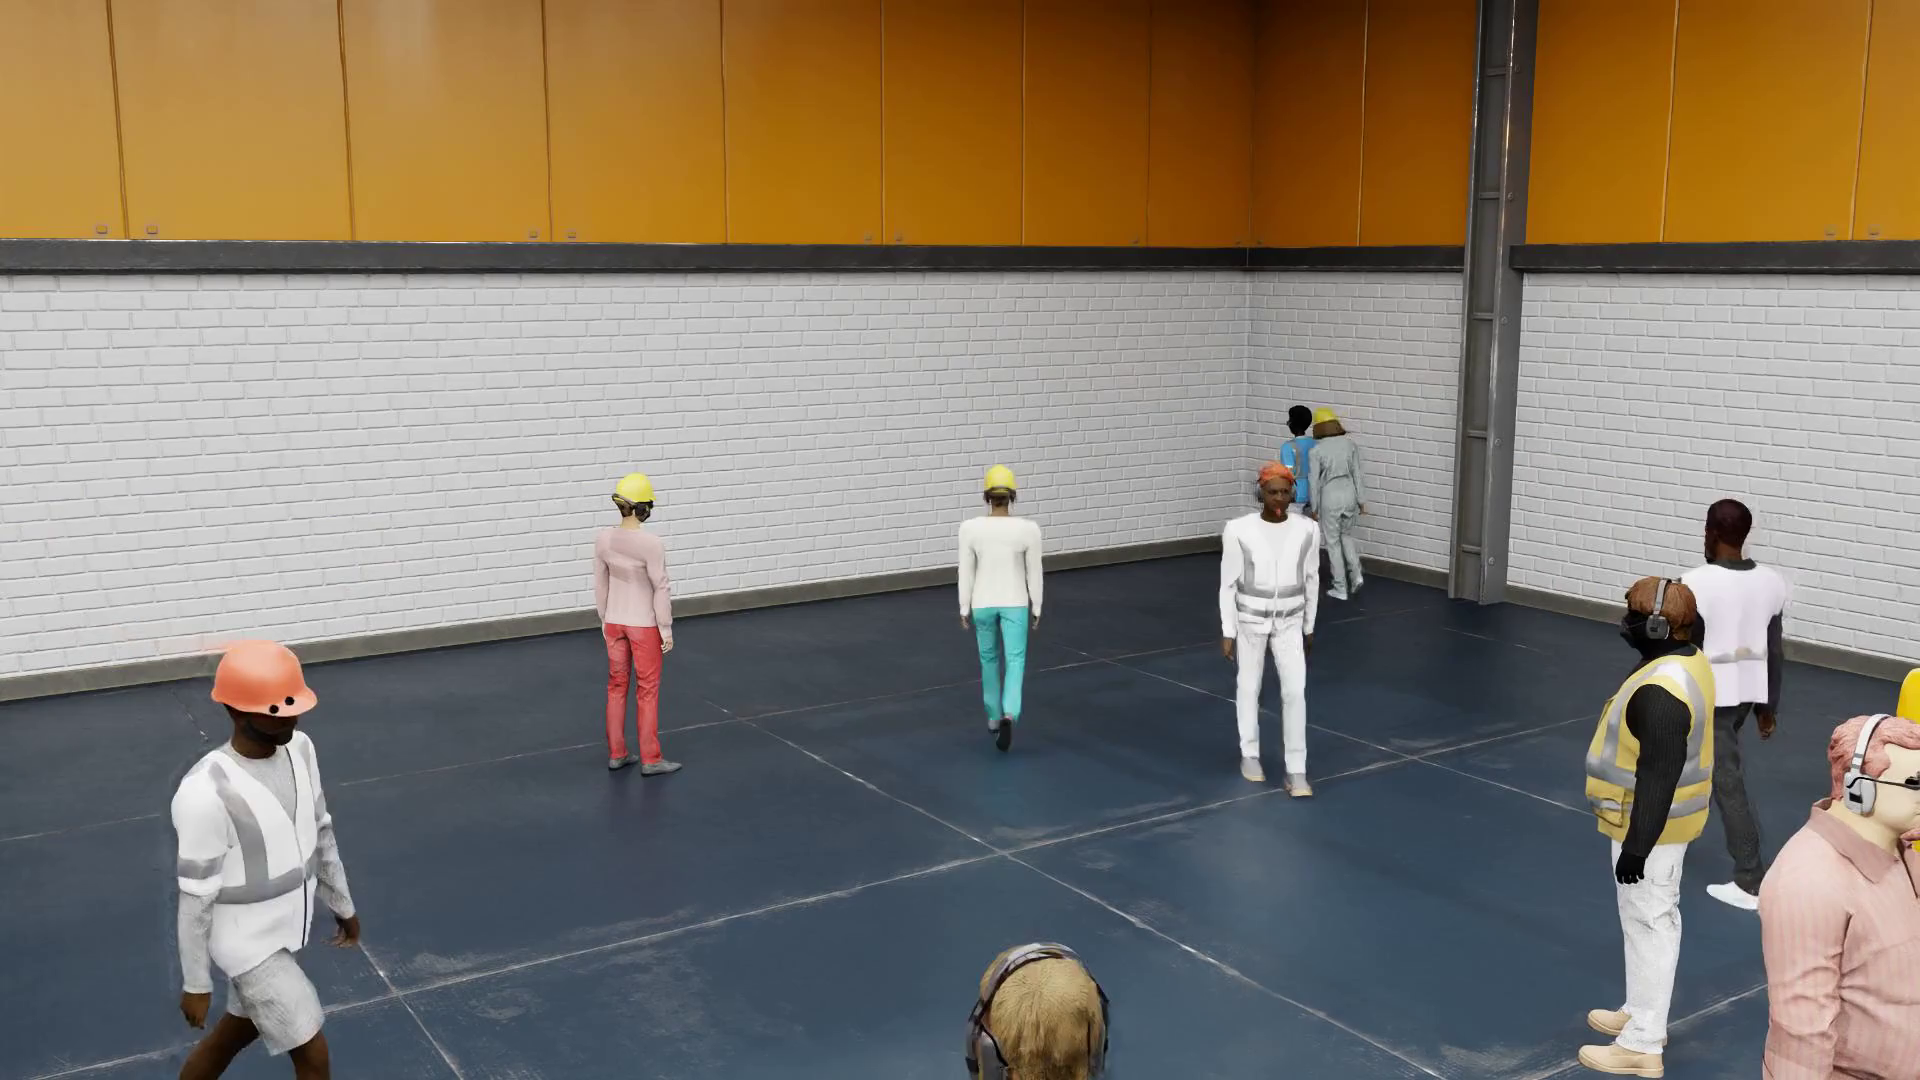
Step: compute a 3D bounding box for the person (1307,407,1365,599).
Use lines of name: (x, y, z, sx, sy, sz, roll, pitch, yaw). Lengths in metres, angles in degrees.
person: (3.313, -0.326, 14.777, 0.537, 1.699, 0.438, -3, 10, -18)

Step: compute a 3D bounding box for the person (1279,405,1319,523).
person: (3.071, -0.375, 15.098, 0.540, 1.695, 0.317, -8, 13, -41)

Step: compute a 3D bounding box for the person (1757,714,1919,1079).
person: (2.176, 1.354, 4.054, 0.408, 1.909, 0.638, 9, 13, 44)

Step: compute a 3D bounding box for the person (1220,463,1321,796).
person: (1.747, 0.507, 9.324, 0.592, 1.852, 0.836, 0, 9, -1)

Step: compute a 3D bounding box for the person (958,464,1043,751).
person: (0.245, 0.404, 10.278, 0.526, 1.741, 0.774, 1, 9, 6)

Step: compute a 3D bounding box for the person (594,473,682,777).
person: (-1.877, 0.491, 9.680, 0.535, 1.766, 0.320, 6, 11, 31)

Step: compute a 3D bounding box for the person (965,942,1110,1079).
person: (0.140, 1.590, 2.653, 0.640, 1.912, 0.925, -2, 10, -13)

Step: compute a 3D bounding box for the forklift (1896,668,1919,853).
forklift: (5.511, 0.571, 7.906, 2.313, 2.155, 1.214, -6, 11, -33)

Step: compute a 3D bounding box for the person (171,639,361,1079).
person: (-2.201, 1.192, 5.138, 0.992, 1.882, 0.637, 2, 10, 11)

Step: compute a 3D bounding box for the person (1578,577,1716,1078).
person: (2.519, 1.044, 6.121, 0.428, 1.844, 0.623, 5, 11, 28)

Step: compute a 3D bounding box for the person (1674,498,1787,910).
person: (3.539, 0.734, 7.897, 0.619, 1.863, 0.988, -4, 10, -22)
